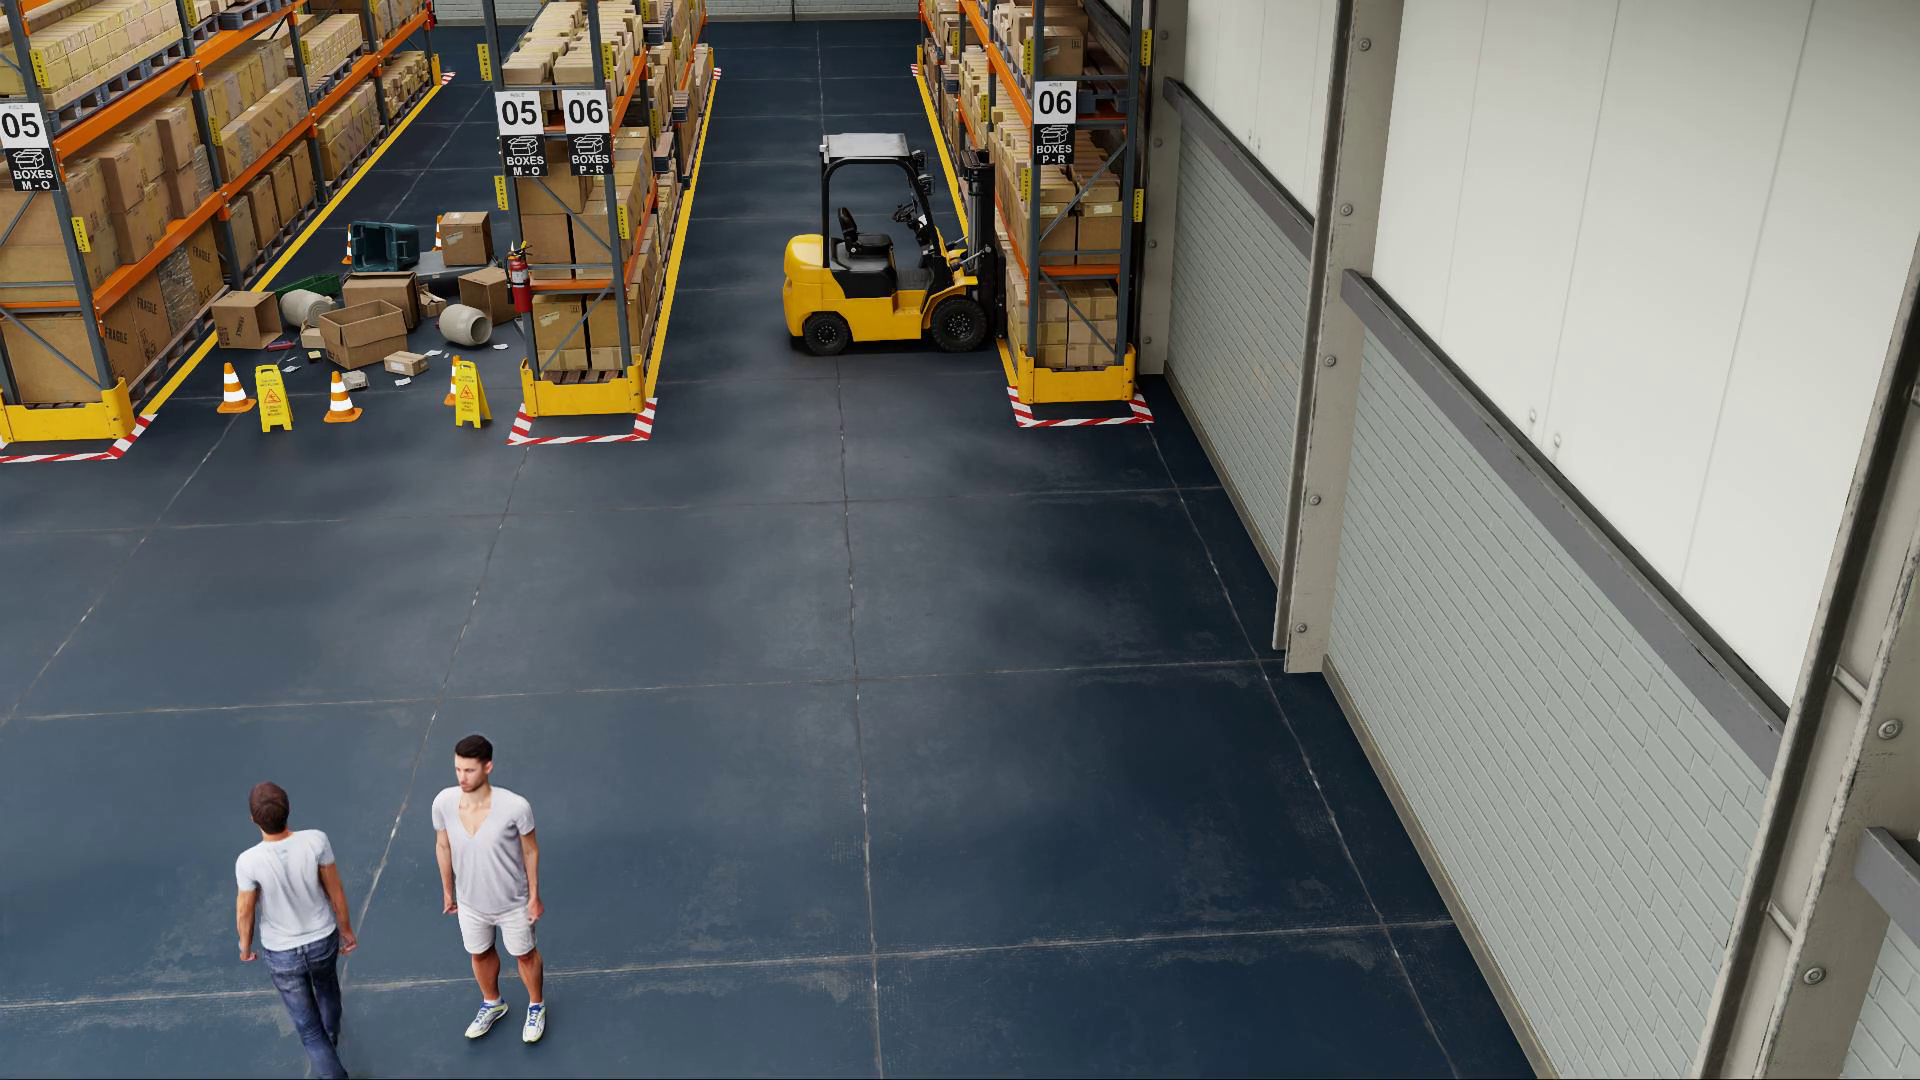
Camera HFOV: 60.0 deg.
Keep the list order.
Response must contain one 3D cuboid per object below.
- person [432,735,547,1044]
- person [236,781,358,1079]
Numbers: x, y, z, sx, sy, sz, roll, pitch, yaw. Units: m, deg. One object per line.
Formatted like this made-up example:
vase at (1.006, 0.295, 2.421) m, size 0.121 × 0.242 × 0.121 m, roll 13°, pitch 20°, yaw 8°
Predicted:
person at (-2.421, 1.808, 8.653) m, size 0.726 × 1.854 × 0.626 m, roll 3°, pitch 27°, yaw 6°
person at (-3.216, 2.050, 8.198) m, size 0.970 × 1.840 × 1.103 m, roll -21°, pitch 34°, yaw -34°
